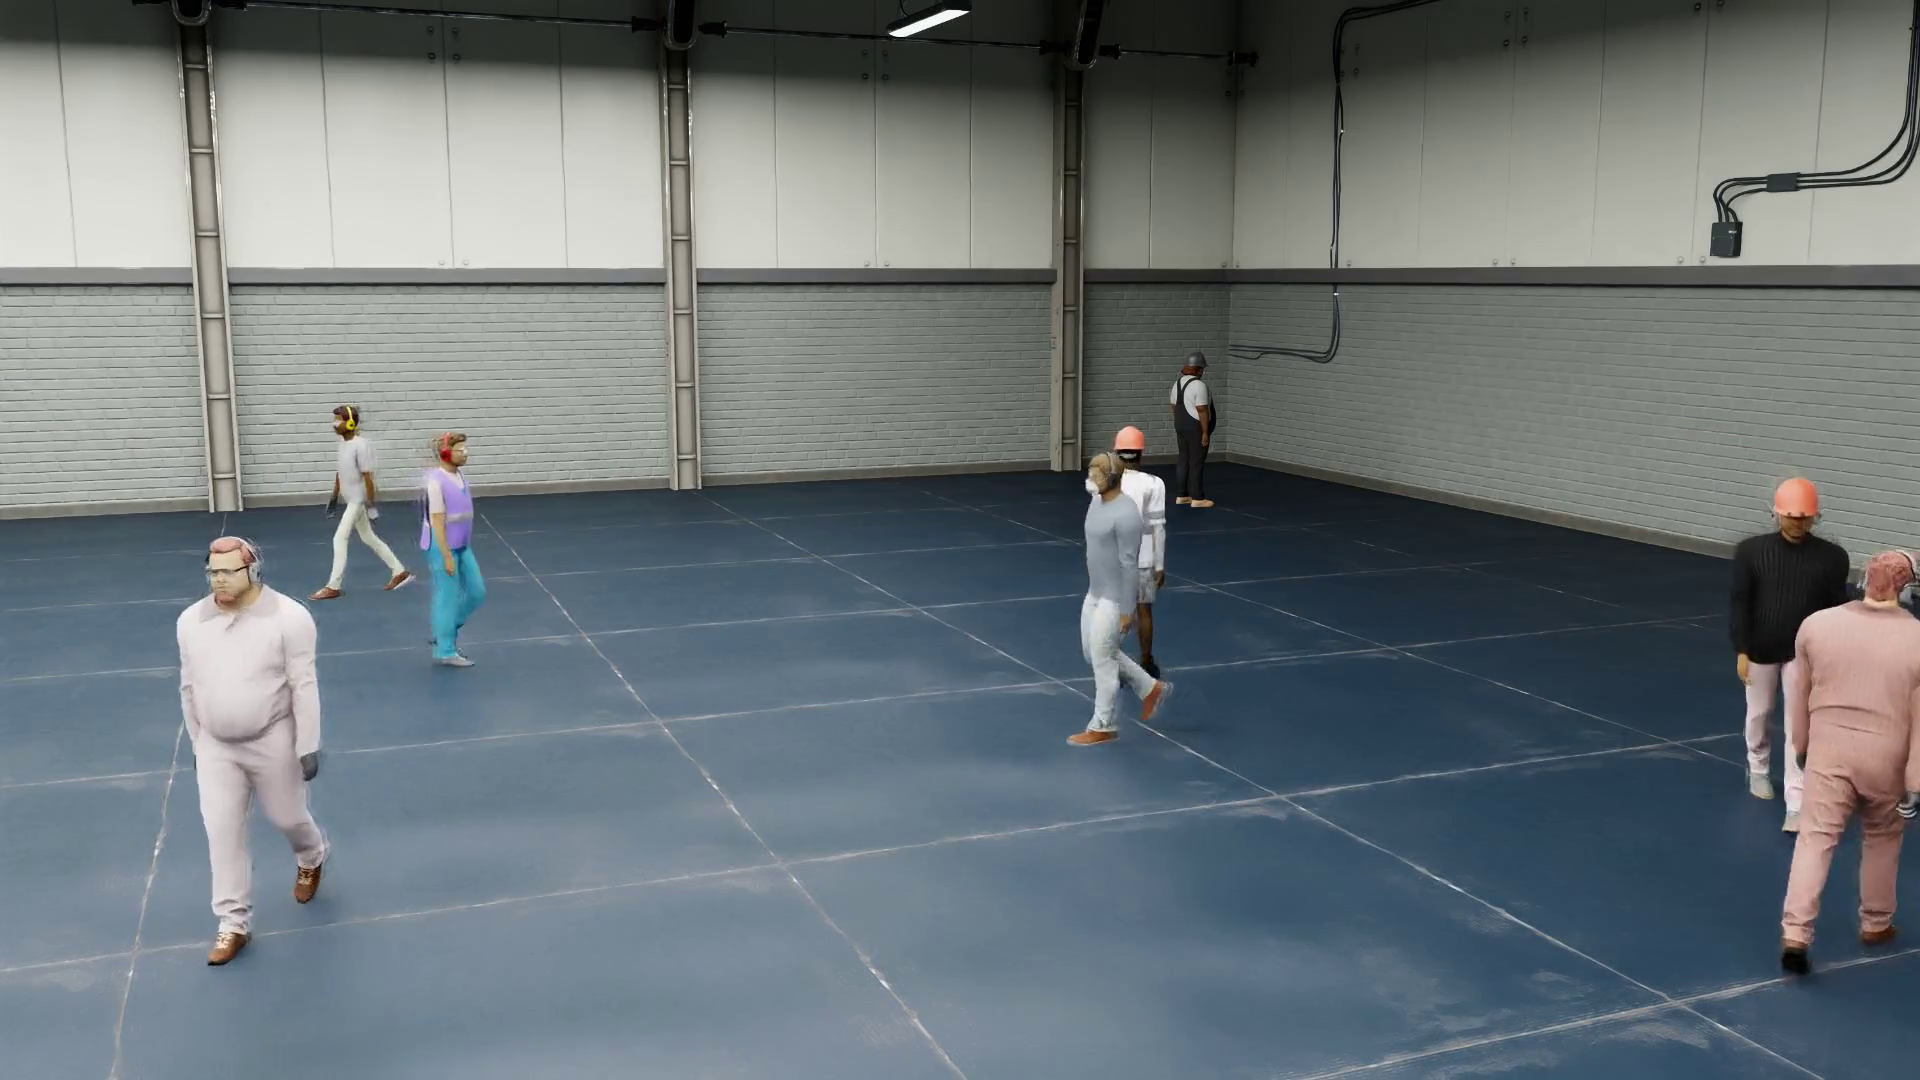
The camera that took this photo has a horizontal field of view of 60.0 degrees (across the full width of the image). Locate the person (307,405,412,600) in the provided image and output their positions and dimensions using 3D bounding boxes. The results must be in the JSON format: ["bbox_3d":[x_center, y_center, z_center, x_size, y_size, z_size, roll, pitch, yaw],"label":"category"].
[{"bbox_3d":[-5.696,-0.373,15.752,0.976,1.832,0.511,-6,11,-34],"label":"person"}]

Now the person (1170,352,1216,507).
[{"bbox_3d":[3.109,-1.461,21.888,0.539,2.000,0.689,-5,10,-27],"label":"person"}]

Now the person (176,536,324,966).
[{"bbox_3d":[-3.230,0.893,7.624,0.646,1.879,0.883,0,9,-1],"label":"person"}]

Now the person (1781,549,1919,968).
[{"bbox_3d":[3.944,0.971,7.306,0.639,1.877,0.985,8,12,41],"label":"person"}]

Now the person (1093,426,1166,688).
[{"bbox_3d":[1.262,0.121,12.320,0.559,1.934,0.528,3,9,16],"label":"person"}]

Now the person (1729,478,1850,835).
[{"bbox_3d":[4.618,0.605,9.311,0.596,1.937,1.045,4,10,26],"label":"person"}]

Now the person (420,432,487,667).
[{"bbox_3d":[-3.919,0.082,12.832,0.439,1.835,0.559,1,9,7],"label":"person"}]

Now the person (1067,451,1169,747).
[{"bbox_3d":[1.040,0.375,10.756,0.683,1.924,0.639,-3,9,-18],"label":"person"}]
